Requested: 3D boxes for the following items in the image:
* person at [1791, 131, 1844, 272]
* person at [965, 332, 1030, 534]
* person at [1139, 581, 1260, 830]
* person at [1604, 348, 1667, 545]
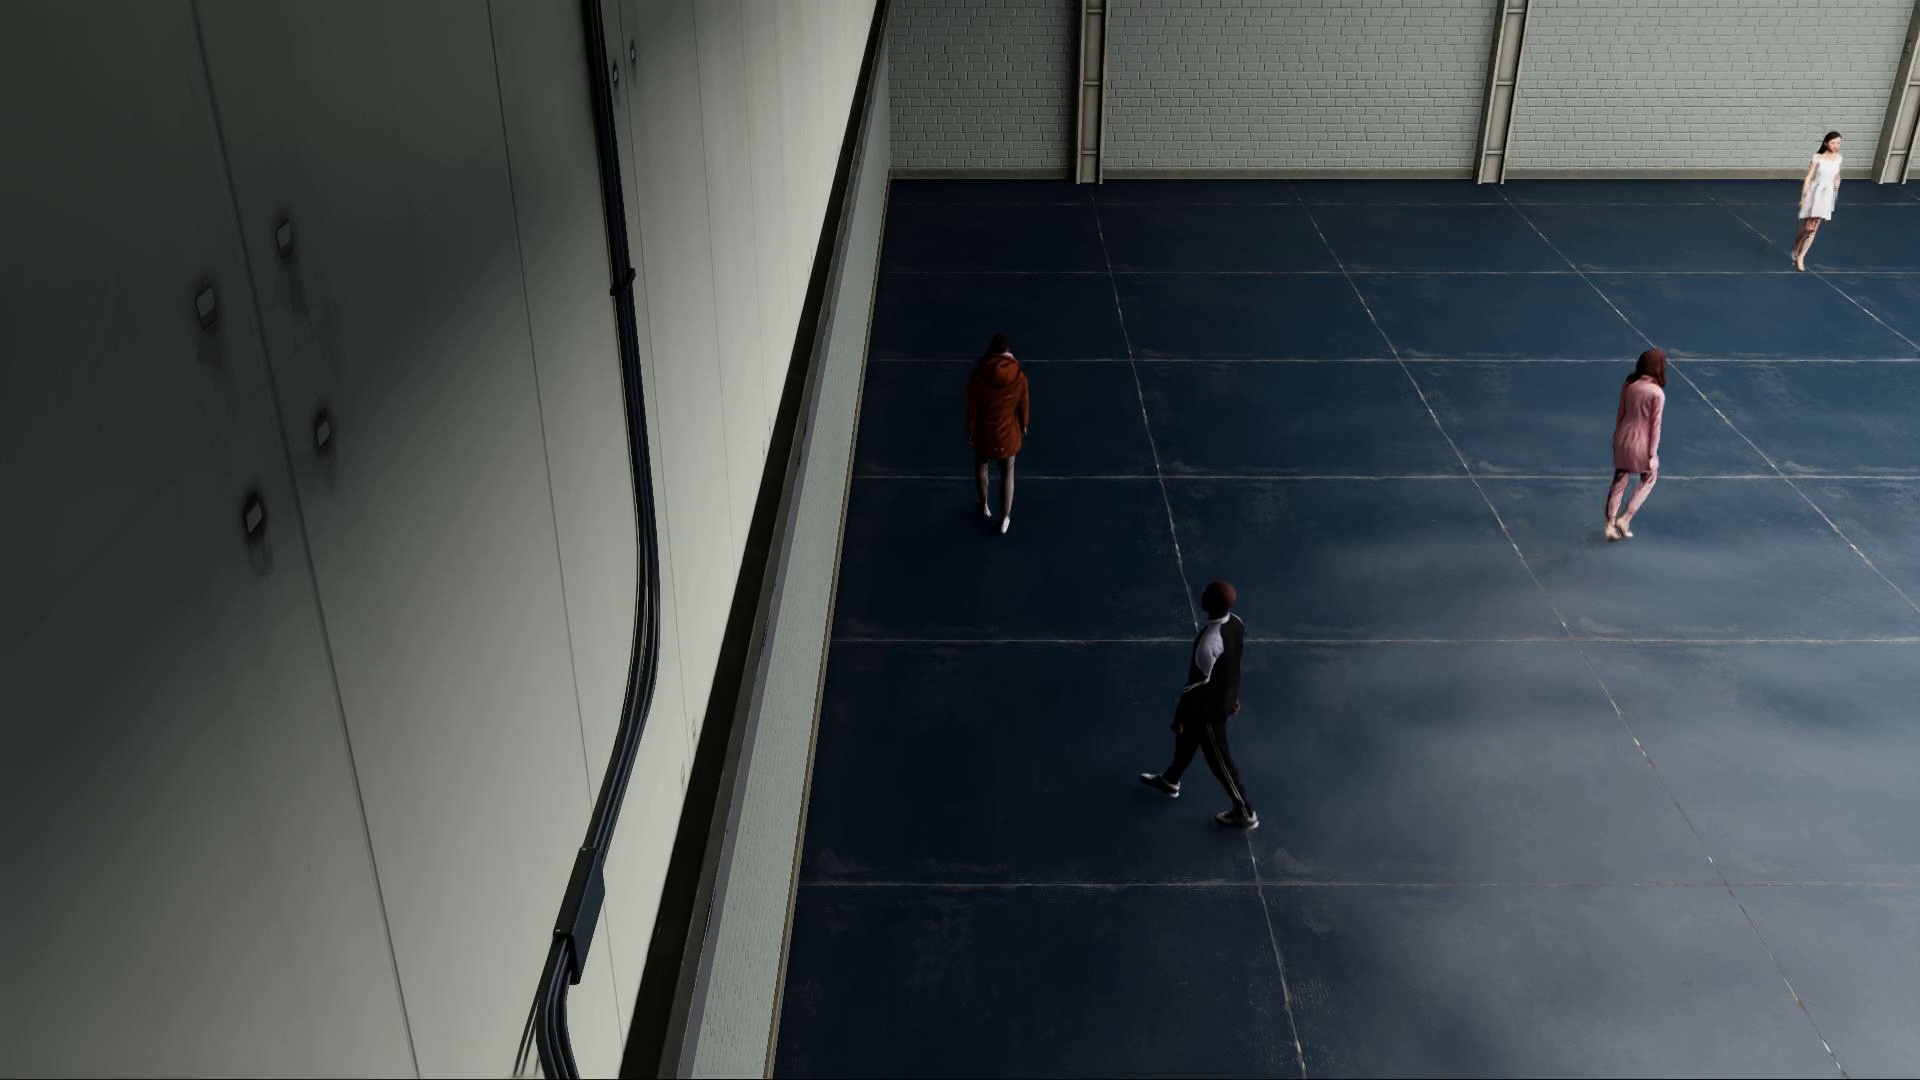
[{"bbox_3d":[10.792,-4.304,21.048,0.665,1.767,0.727,-2,28,-4],"label":"person"},{"bbox_3d":[0.329,-0.897,14.597,0.746,1.817,0.801,-1,28,-3],"label":"person"},{"bbox_3d":[1.722,1.108,10.859,1.264,1.790,1.075,17,32,28],"label":"person"},{"bbox_3d":[5.774,-0.771,14.391,0.789,1.788,0.758,-17,32,-28],"label":"person"}]
